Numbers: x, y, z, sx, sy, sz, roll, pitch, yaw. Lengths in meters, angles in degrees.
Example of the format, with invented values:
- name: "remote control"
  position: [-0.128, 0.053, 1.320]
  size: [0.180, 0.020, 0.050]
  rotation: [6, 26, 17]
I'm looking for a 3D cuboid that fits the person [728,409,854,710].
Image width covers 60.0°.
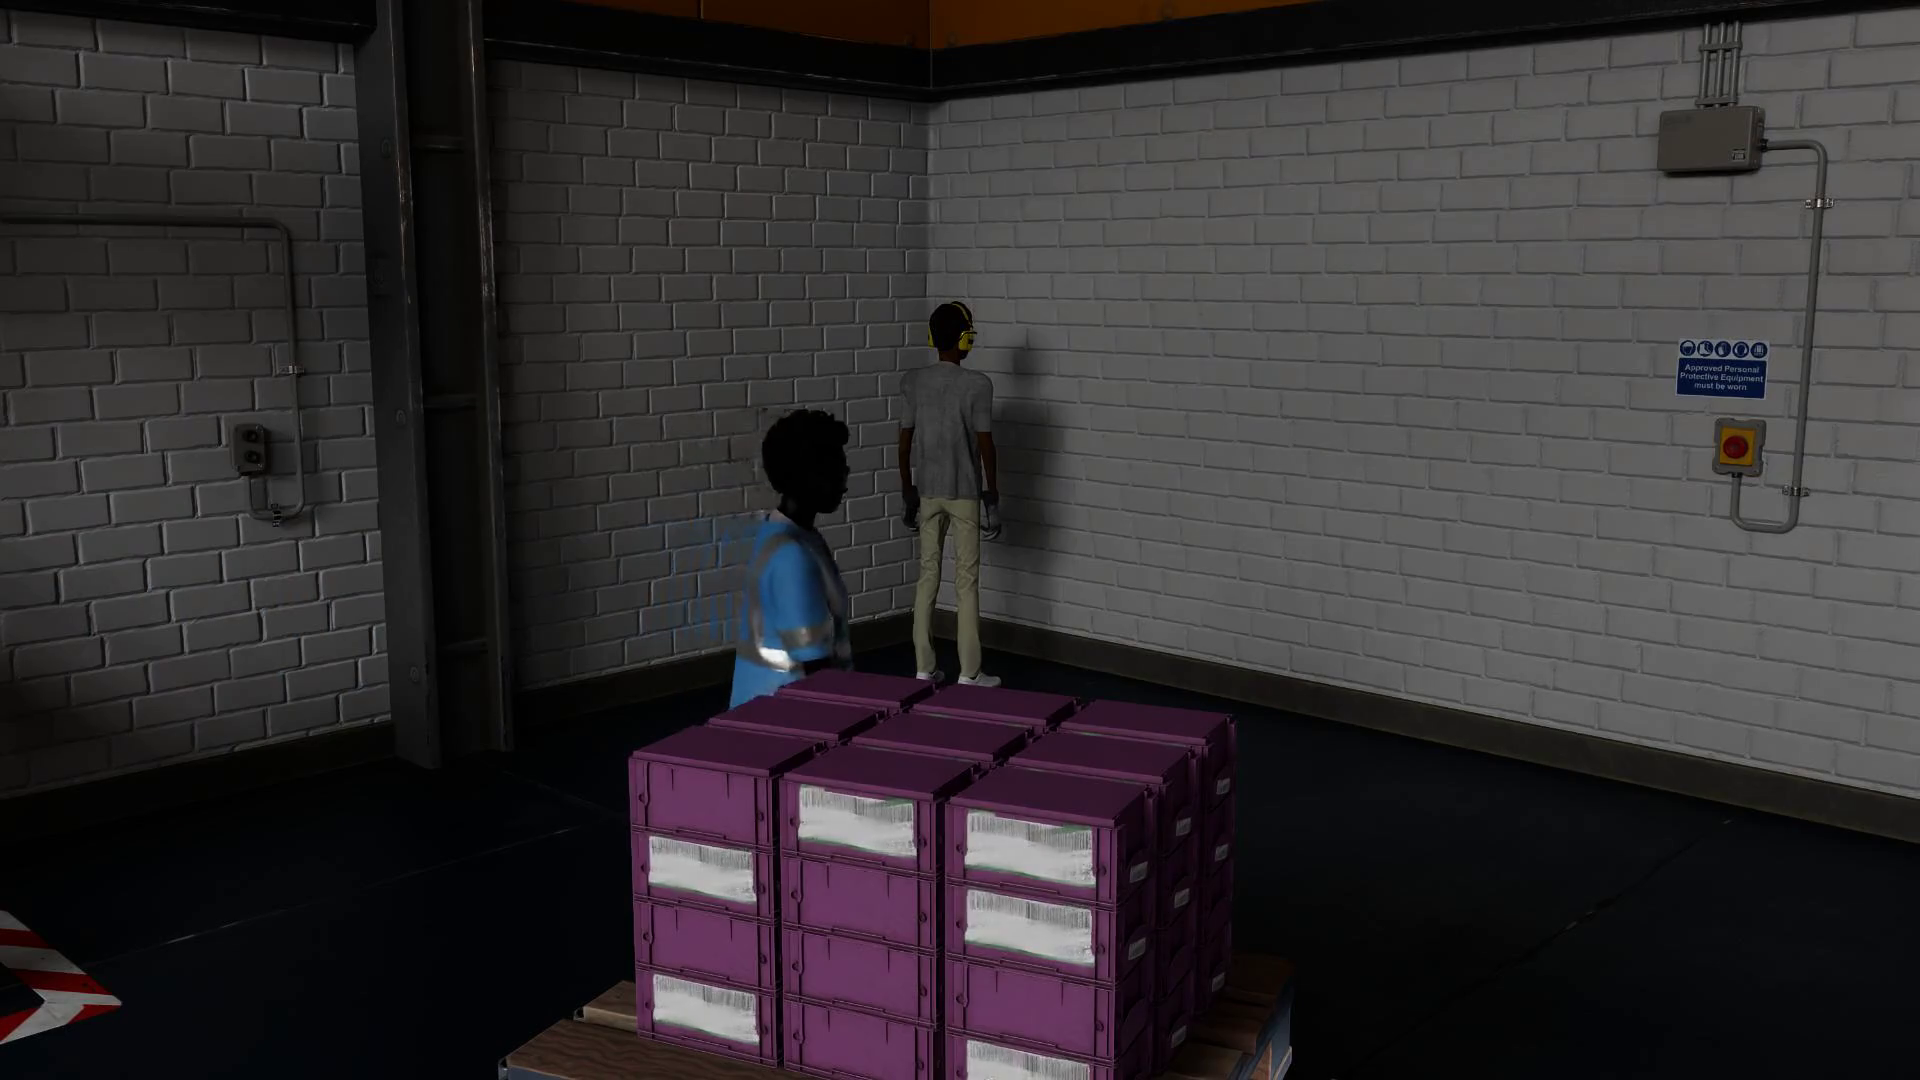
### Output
- name: "person"
  position: [-0.340, 0.488, 4.360]
  size: [0.749, 1.658, 0.544]
  rotation: [0, 9, -1]

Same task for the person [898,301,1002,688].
- name: "person"
  position: [-0.043, -0.193, 7.921]
  size: [0.531, 1.870, 0.316]
  rotation: [4, 10, 25]
